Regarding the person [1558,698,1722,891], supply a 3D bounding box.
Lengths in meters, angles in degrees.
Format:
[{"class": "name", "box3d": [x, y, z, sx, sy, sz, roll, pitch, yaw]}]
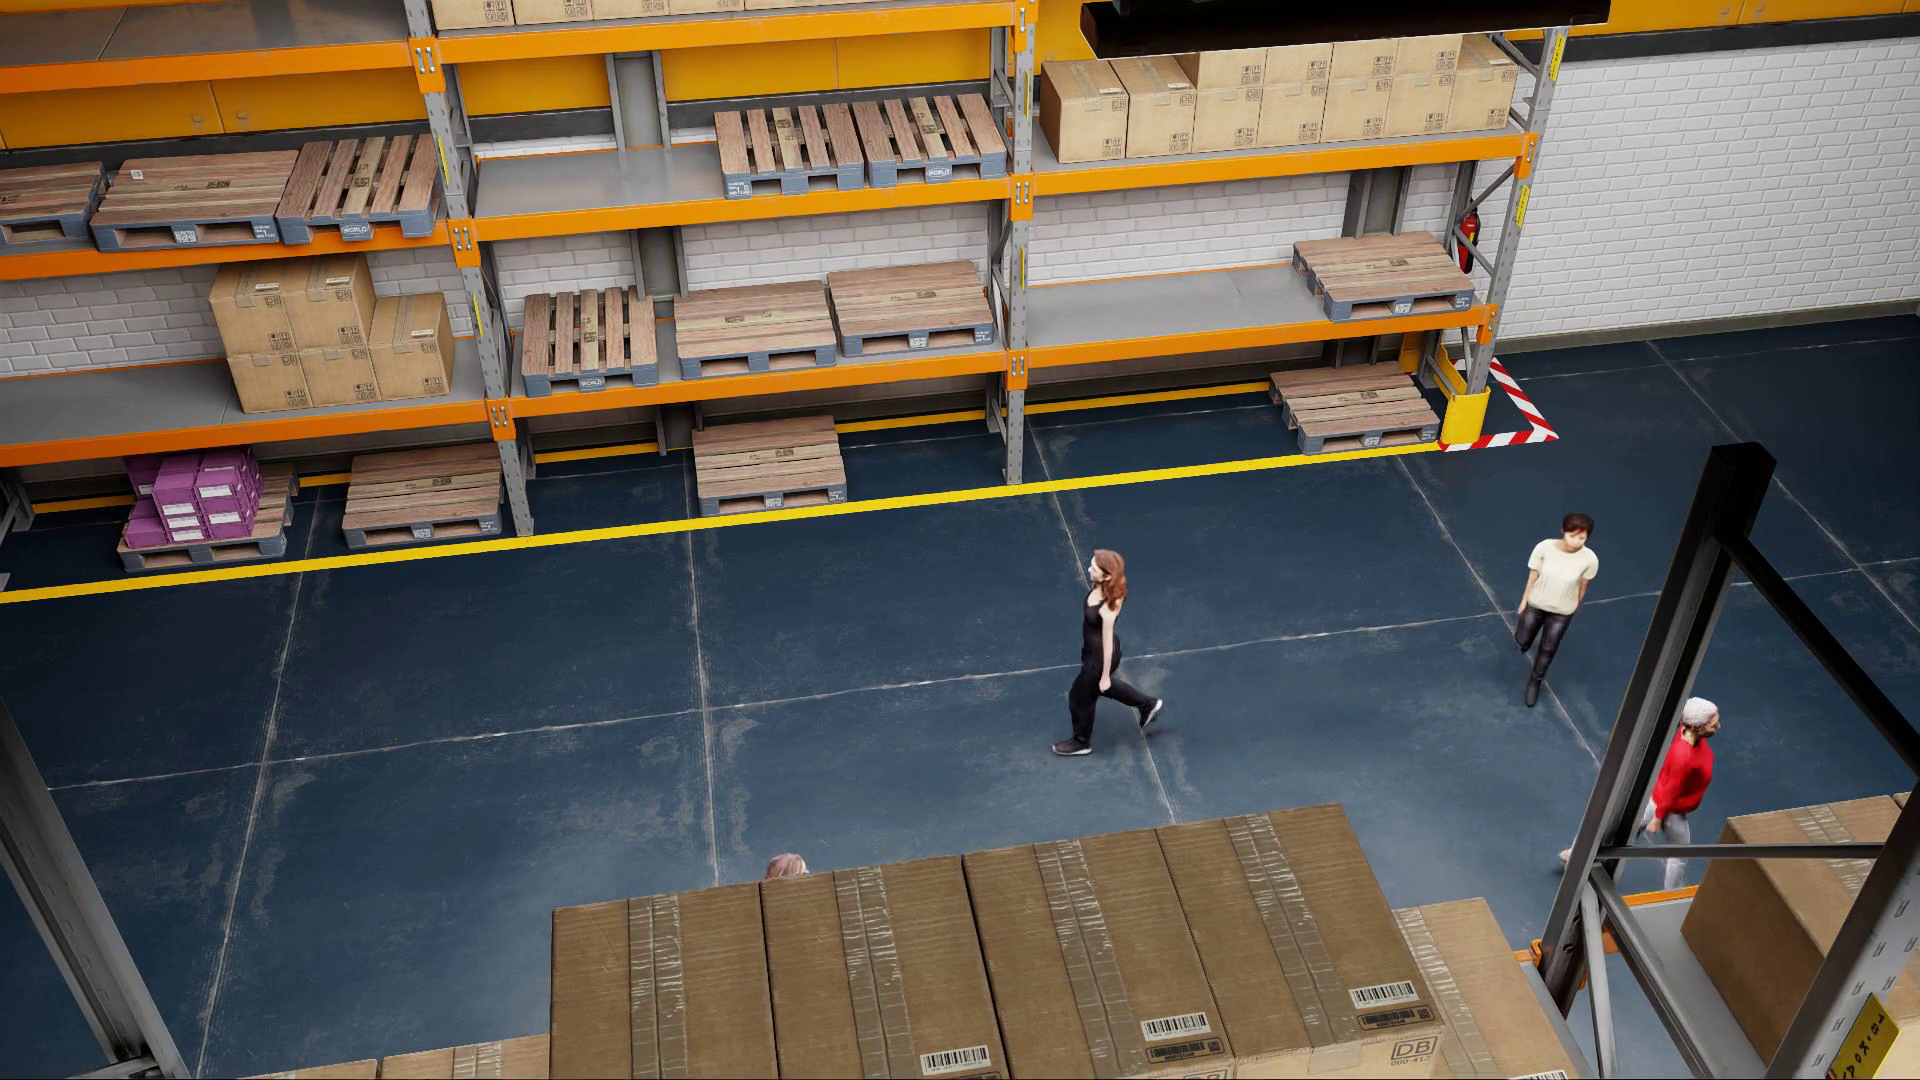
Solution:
[{"class": "person", "box3d": [4.137, 1.570, 9.993, 1.202, 1.651, 0.974, 14, 41, 17]}]

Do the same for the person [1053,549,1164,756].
[{"class": "person", "box3d": [1.015, 0.745, 10.962, 0.979, 1.729, 0.587, -6, 39, -7]}]

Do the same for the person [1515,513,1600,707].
[{"class": "person", "box3d": [4.079, 0.421, 11.495, 0.854, 1.571, 0.880, 15, 41, 18]}]
